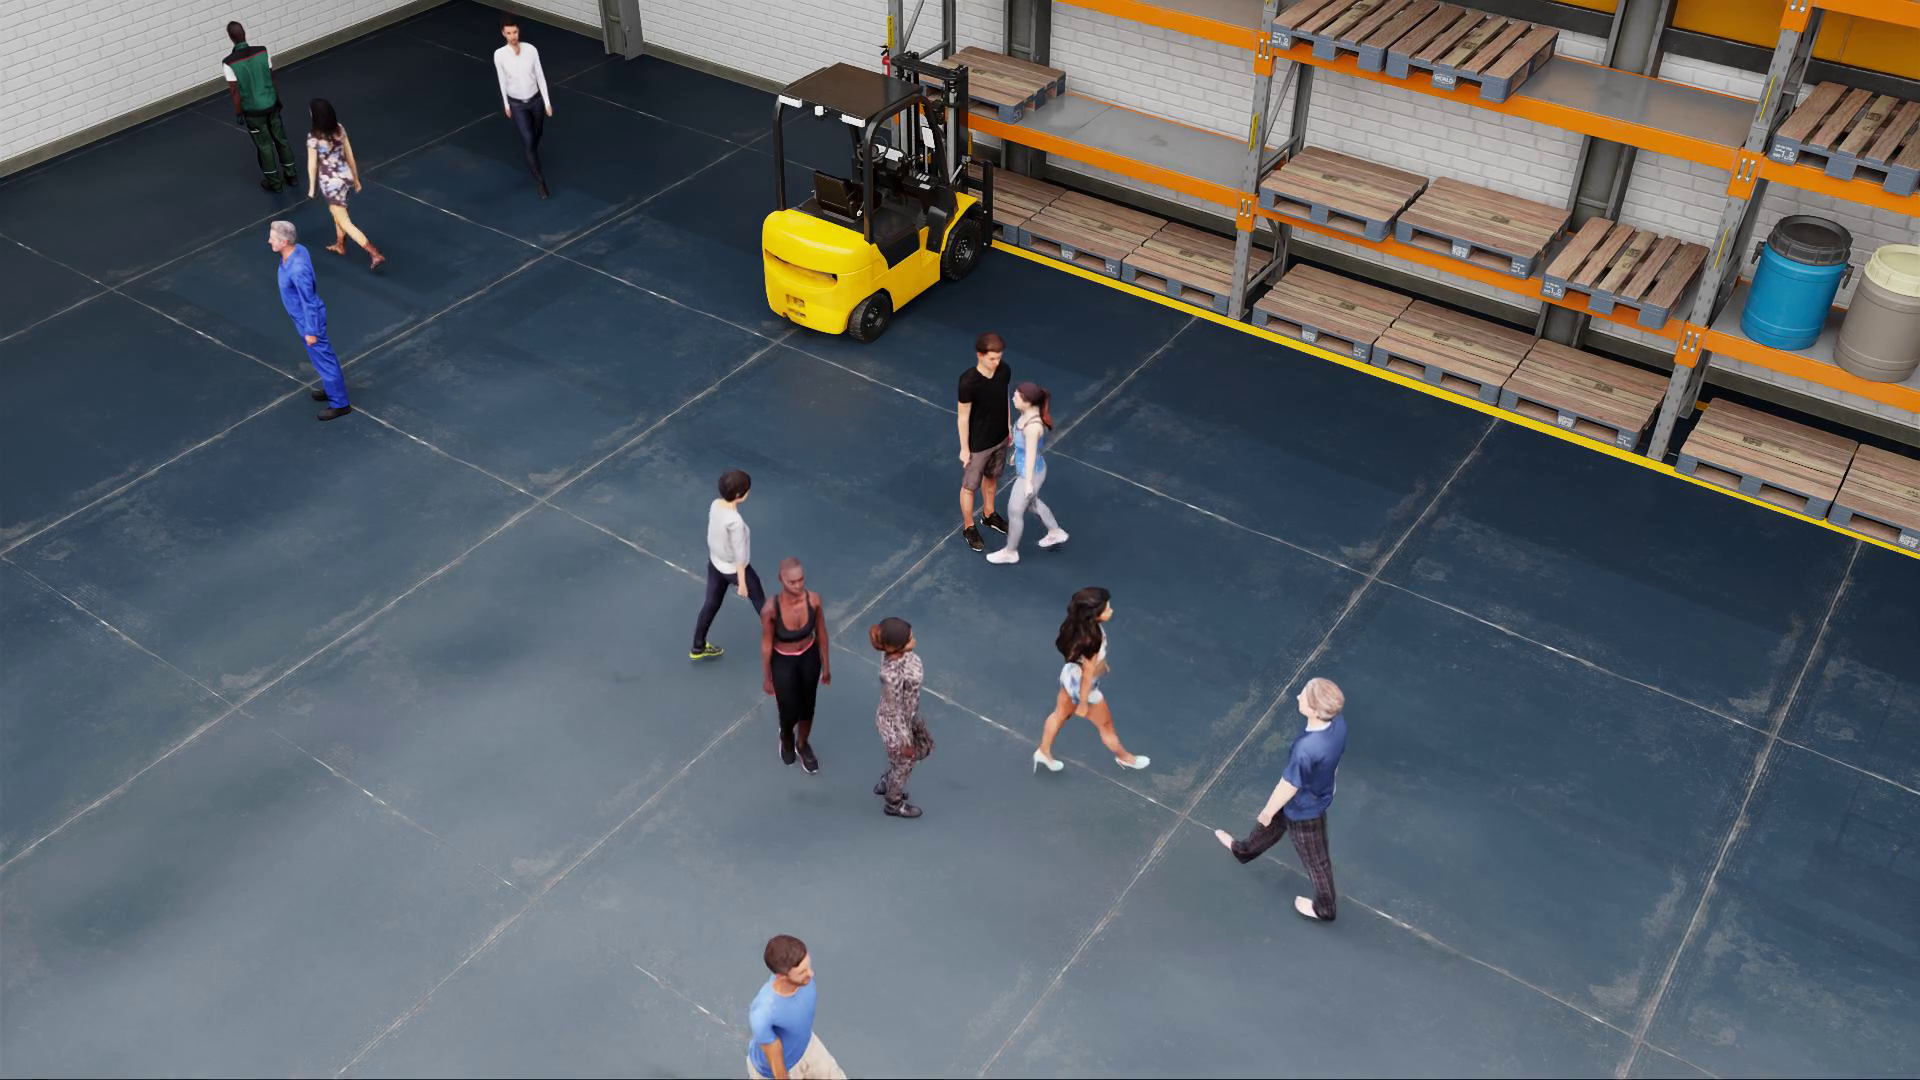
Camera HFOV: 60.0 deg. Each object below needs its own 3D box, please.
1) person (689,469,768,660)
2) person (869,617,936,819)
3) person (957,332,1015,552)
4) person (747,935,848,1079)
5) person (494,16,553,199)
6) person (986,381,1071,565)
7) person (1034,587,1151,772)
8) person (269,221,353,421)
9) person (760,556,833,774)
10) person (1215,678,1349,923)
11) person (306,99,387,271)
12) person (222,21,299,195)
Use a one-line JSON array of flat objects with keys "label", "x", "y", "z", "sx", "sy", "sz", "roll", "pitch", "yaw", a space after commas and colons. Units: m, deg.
[{"label": "person", "x": -1.707, "y": 0.227, "z": 11.783, "sx": 0.864, "sy": 1.493, "sz": 1.078, "roll": -24, "pitch": 45, "yaw": -27}, {"label": "person", "x": -0.461, "y": 1.131, "z": 10.482, "sx": 0.761, "sy": 1.704, "sz": 0.712, "roll": 4, "pitch": 39, "yaw": 5}, {"label": "person", "x": 0.187, "y": -0.802, "z": 12.779, "sx": 0.739, "sy": 1.859, "sz": 0.676, "roll": -28, "pitch": 46, "yaw": -30}, {"label": "person", "x": -0.985, "y": 2.618, "z": 8.525, "sx": 1.168, "sy": 1.823, "sz": 0.686, "roll": 21, "pitch": 43, "yaw": 24}, {"label": "person", "x": -4.625, "y": -4.679, "z": 17.649, "sx": 1.089, "sy": 1.839, "sz": 1.360, "roll": -16, "pitch": 41, "yaw": -19}, {"label": "person", "x": 0.585, "y": -0.533, "z": 12.653, "sx": 0.980, "sy": 1.595, "sz": 0.855, "roll": 2, "pitch": 39, "yaw": 2}, {"label": "person", "x": 0.721, "y": 0.959, "z": 10.797, "sx": 1.079, "sy": 1.581, "sz": 0.950, "roll": -1, "pitch": 39, "yaw": -1}, {"label": "person", "x": -5.539, "y": -1.898, "z": 14.174, "sx": 0.854, "sy": 1.830, "sz": 0.715, "roll": -15, "pitch": 41, "yaw": -18}, {"label": "person", "x": -1.107, "y": 0.763, "z": 10.904, "sx": 0.728, "sy": 1.754, "sz": 0.764, "roll": -16, "pitch": 41, "yaw": -19}, {"label": "person", "x": 2.130, "y": 1.578, "z": 9.823, "sx": 1.123, "sy": 1.829, "sz": 0.709, "roll": 22, "pitch": 43, "yaw": 25}, {"label": "person", "x": -6.009, "y": -3.418, "z": 16.182, "sx": 1.134, "sy": 1.701, "sz": 0.677, "roll": 19, "pitch": 42, "yaw": 22}, {"label": "person", "x": -7.362, "y": -4.551, "z": 17.488, "sx": 0.640, "sy": 1.839, "sz": 0.709, "roll": 30, "pitch": 47, "yaw": 32}]
